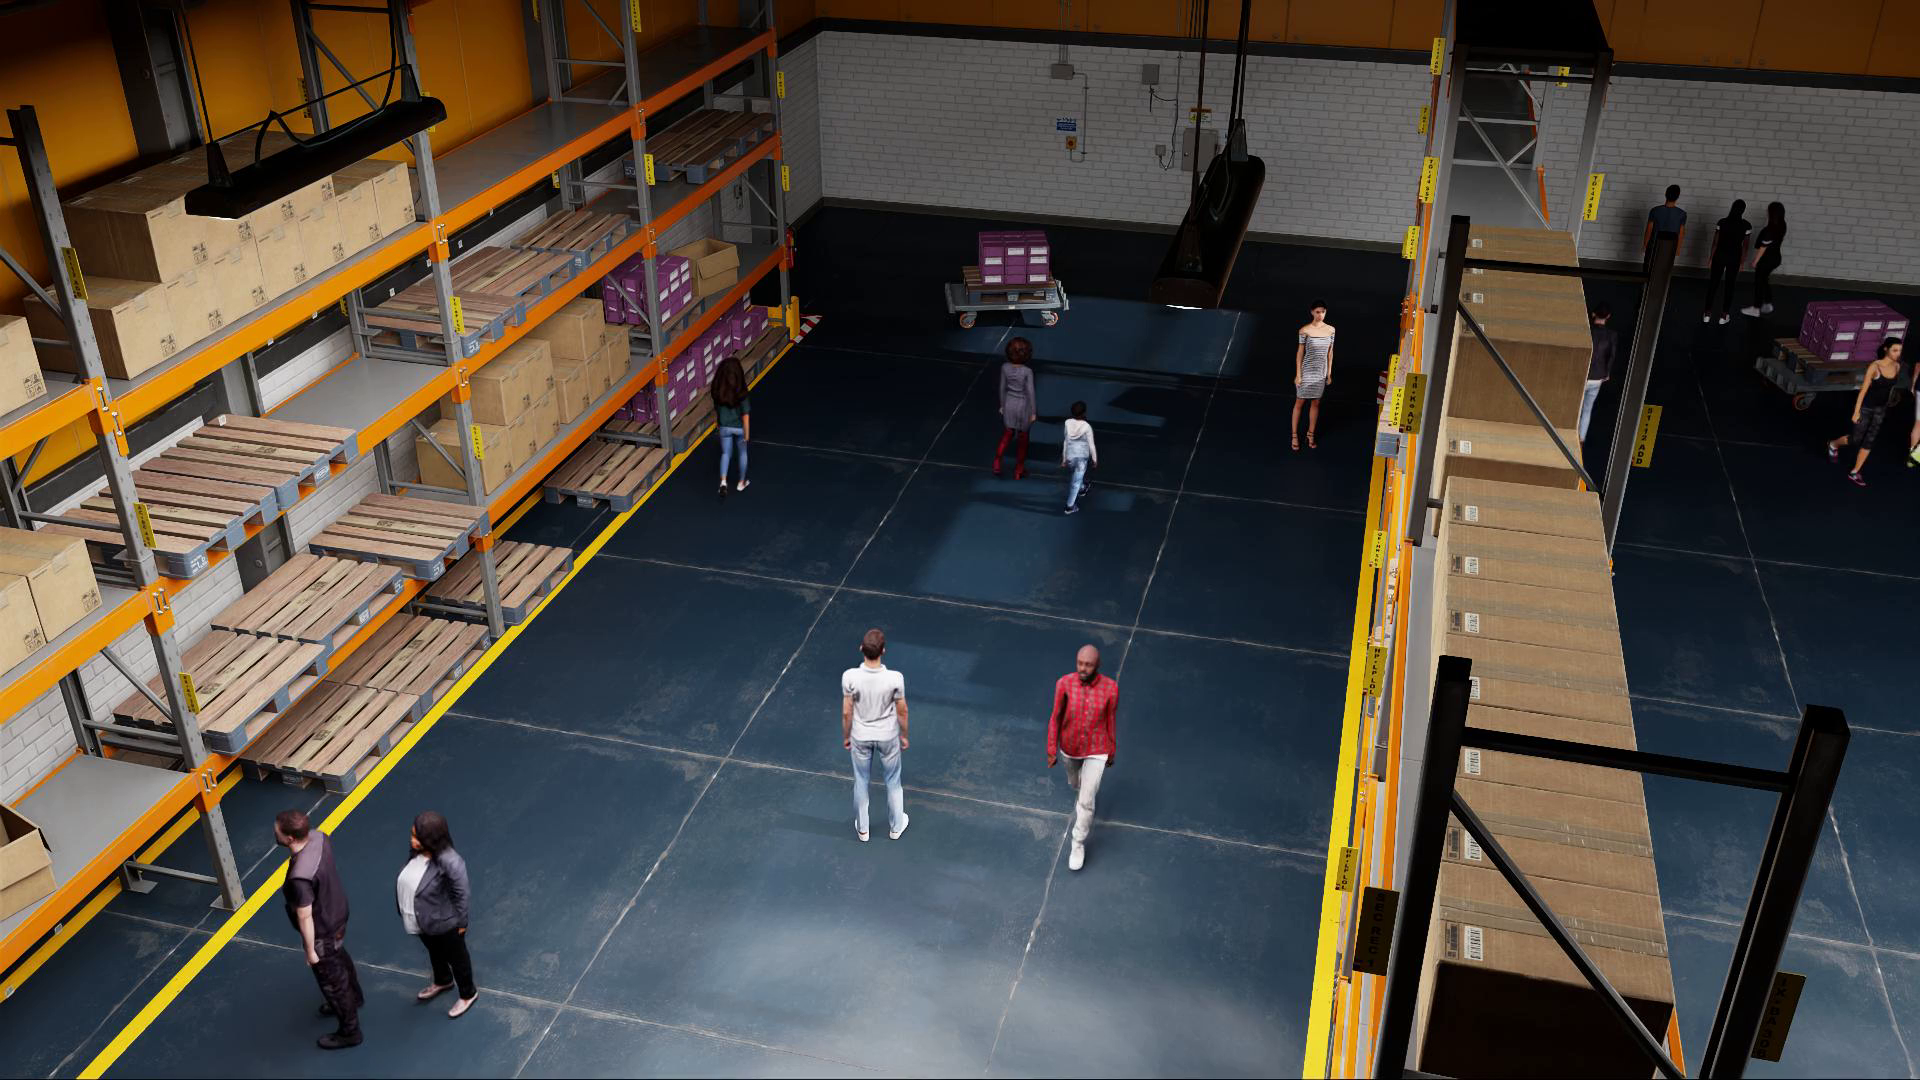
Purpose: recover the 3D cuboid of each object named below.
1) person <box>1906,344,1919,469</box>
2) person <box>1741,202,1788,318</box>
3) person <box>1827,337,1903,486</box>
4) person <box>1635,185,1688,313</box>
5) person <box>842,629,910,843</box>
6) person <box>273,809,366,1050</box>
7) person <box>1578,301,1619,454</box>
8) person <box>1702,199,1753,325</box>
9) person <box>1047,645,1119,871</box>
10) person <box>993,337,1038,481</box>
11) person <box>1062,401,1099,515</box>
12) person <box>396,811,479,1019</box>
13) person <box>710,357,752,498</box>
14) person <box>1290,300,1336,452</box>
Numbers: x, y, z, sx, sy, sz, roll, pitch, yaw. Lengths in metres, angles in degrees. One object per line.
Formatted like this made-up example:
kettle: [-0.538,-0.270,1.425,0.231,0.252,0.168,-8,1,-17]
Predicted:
person: [10.868,-1.640,18.684,0.902,1.811,0.848,-16,32,-27]
person: [11.165,-3.833,22.892,0.733,1.631,0.804,-24,37,-37]
person: [10.059,-1.481,18.493,0.807,1.716,0.964,-7,29,-13]
person: [9.736,-4.043,23.092,0.684,1.810,0.577,11,31,20]
person: [-0.656,1.517,12.855,0.711,1.851,0.630,0,29,0]
person: [-4.200,2.526,11.014,0.896,1.843,0.730,-6,29,-10]
person: [7.179,-1.812,18.986,0.736,1.825,0.669,1,29,1]
person: [10.498,-3.821,22.770,0.659,1.728,0.635,15,32,25]
person: [0.974,1.545,12.856,0.659,1.800,1.151,8,30,15]
person: [0.593,-1.397,18.358,0.736,1.697,0.896,17,33,29]
person: [1.228,-0.868,17.877,0.670,1.228,0.923,17,33,28]
person: [-3.543,2.516,11.288,0.762,1.597,0.775,19,34,31]
person: [-2.502,-1.197,18.092,0.642,1.600,0.925,4,29,8]
person: [4.052,-1.900,19.149,0.682,1.822,0.679,-5,29,-10]
